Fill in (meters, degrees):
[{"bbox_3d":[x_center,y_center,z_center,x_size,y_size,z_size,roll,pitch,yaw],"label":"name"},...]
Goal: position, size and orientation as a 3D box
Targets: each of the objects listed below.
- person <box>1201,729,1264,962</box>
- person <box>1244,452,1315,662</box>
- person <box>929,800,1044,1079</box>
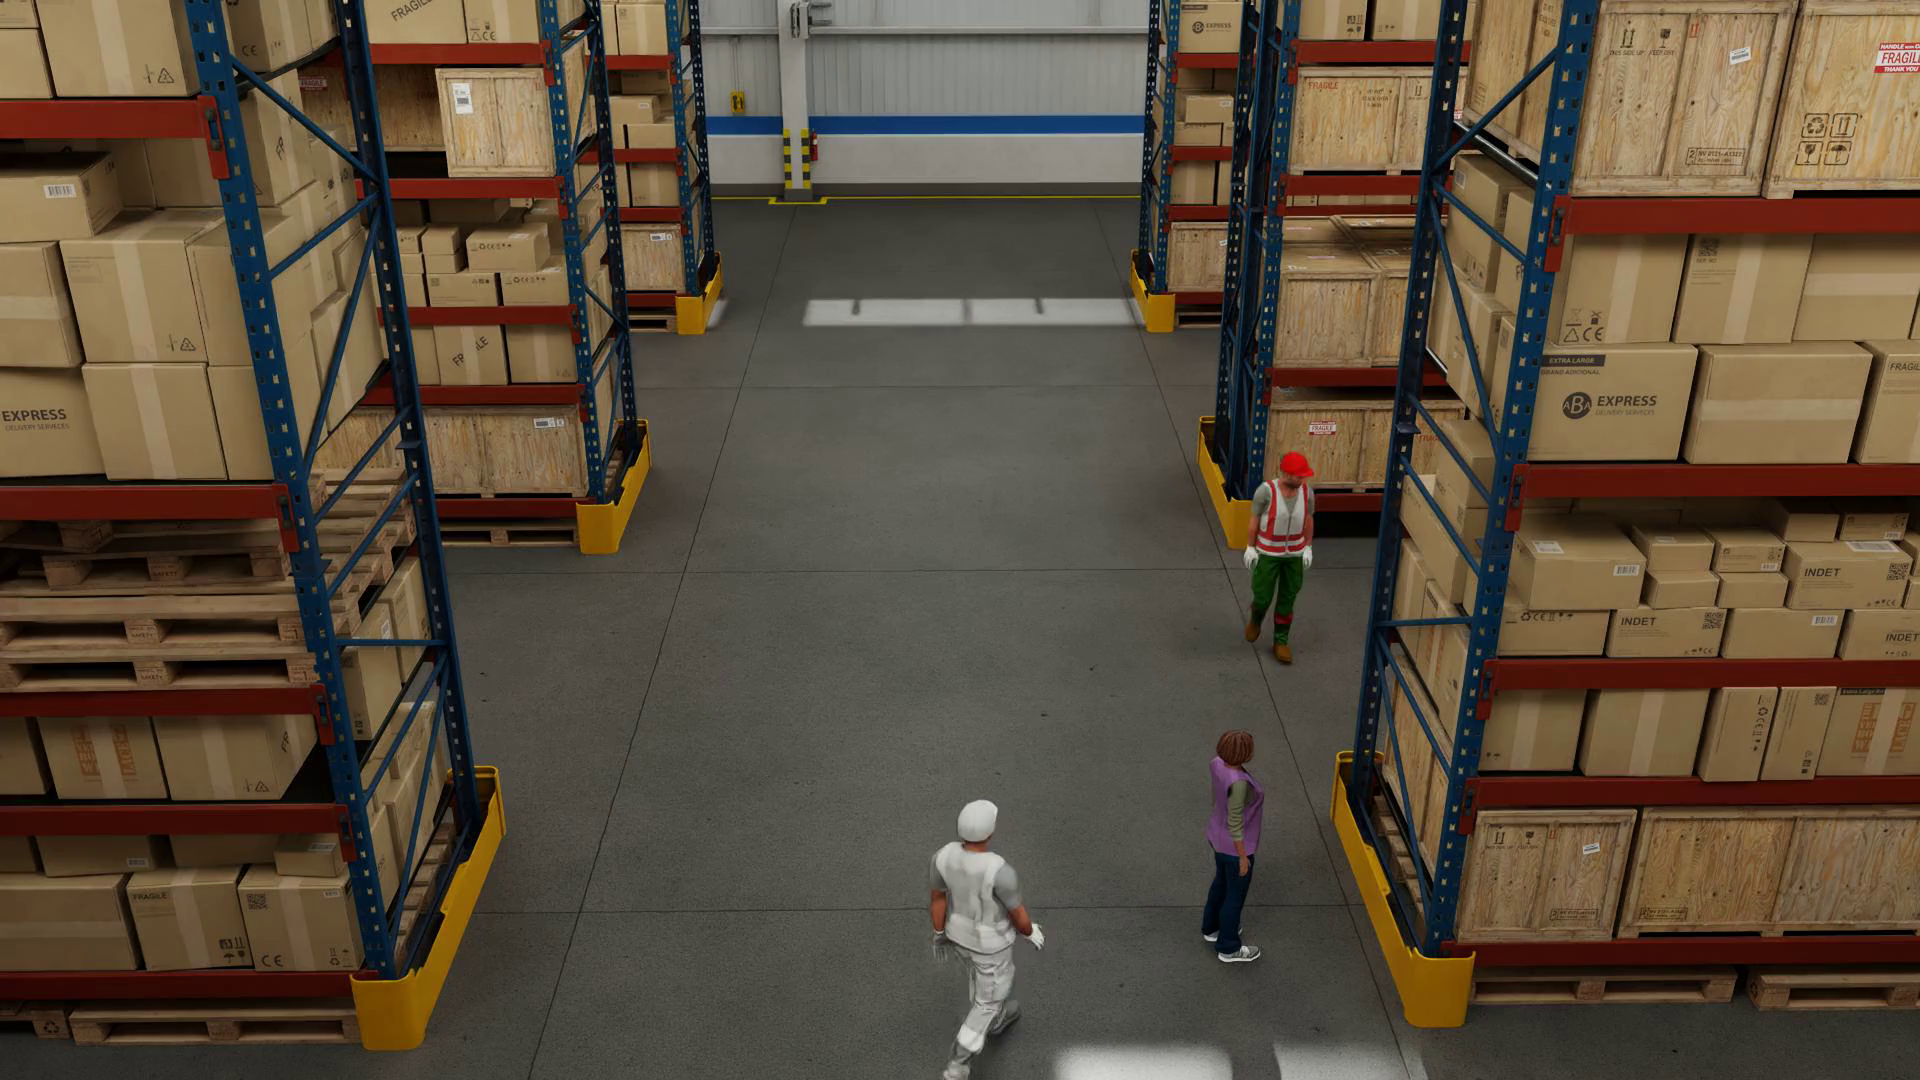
[{"bbox_3d":[1.679,1.843,10.132,0.341,1.600,0.406,-7,26,-14],"label":"person"},{"bbox_3d":[2.616,0.113,13.577,0.573,1.787,0.501,-4,25,-8],"label":"person"},{"bbox_3d":[0.130,2.185,9.178,0.553,1.763,0.966,17,30,32],"label":"person"}]
